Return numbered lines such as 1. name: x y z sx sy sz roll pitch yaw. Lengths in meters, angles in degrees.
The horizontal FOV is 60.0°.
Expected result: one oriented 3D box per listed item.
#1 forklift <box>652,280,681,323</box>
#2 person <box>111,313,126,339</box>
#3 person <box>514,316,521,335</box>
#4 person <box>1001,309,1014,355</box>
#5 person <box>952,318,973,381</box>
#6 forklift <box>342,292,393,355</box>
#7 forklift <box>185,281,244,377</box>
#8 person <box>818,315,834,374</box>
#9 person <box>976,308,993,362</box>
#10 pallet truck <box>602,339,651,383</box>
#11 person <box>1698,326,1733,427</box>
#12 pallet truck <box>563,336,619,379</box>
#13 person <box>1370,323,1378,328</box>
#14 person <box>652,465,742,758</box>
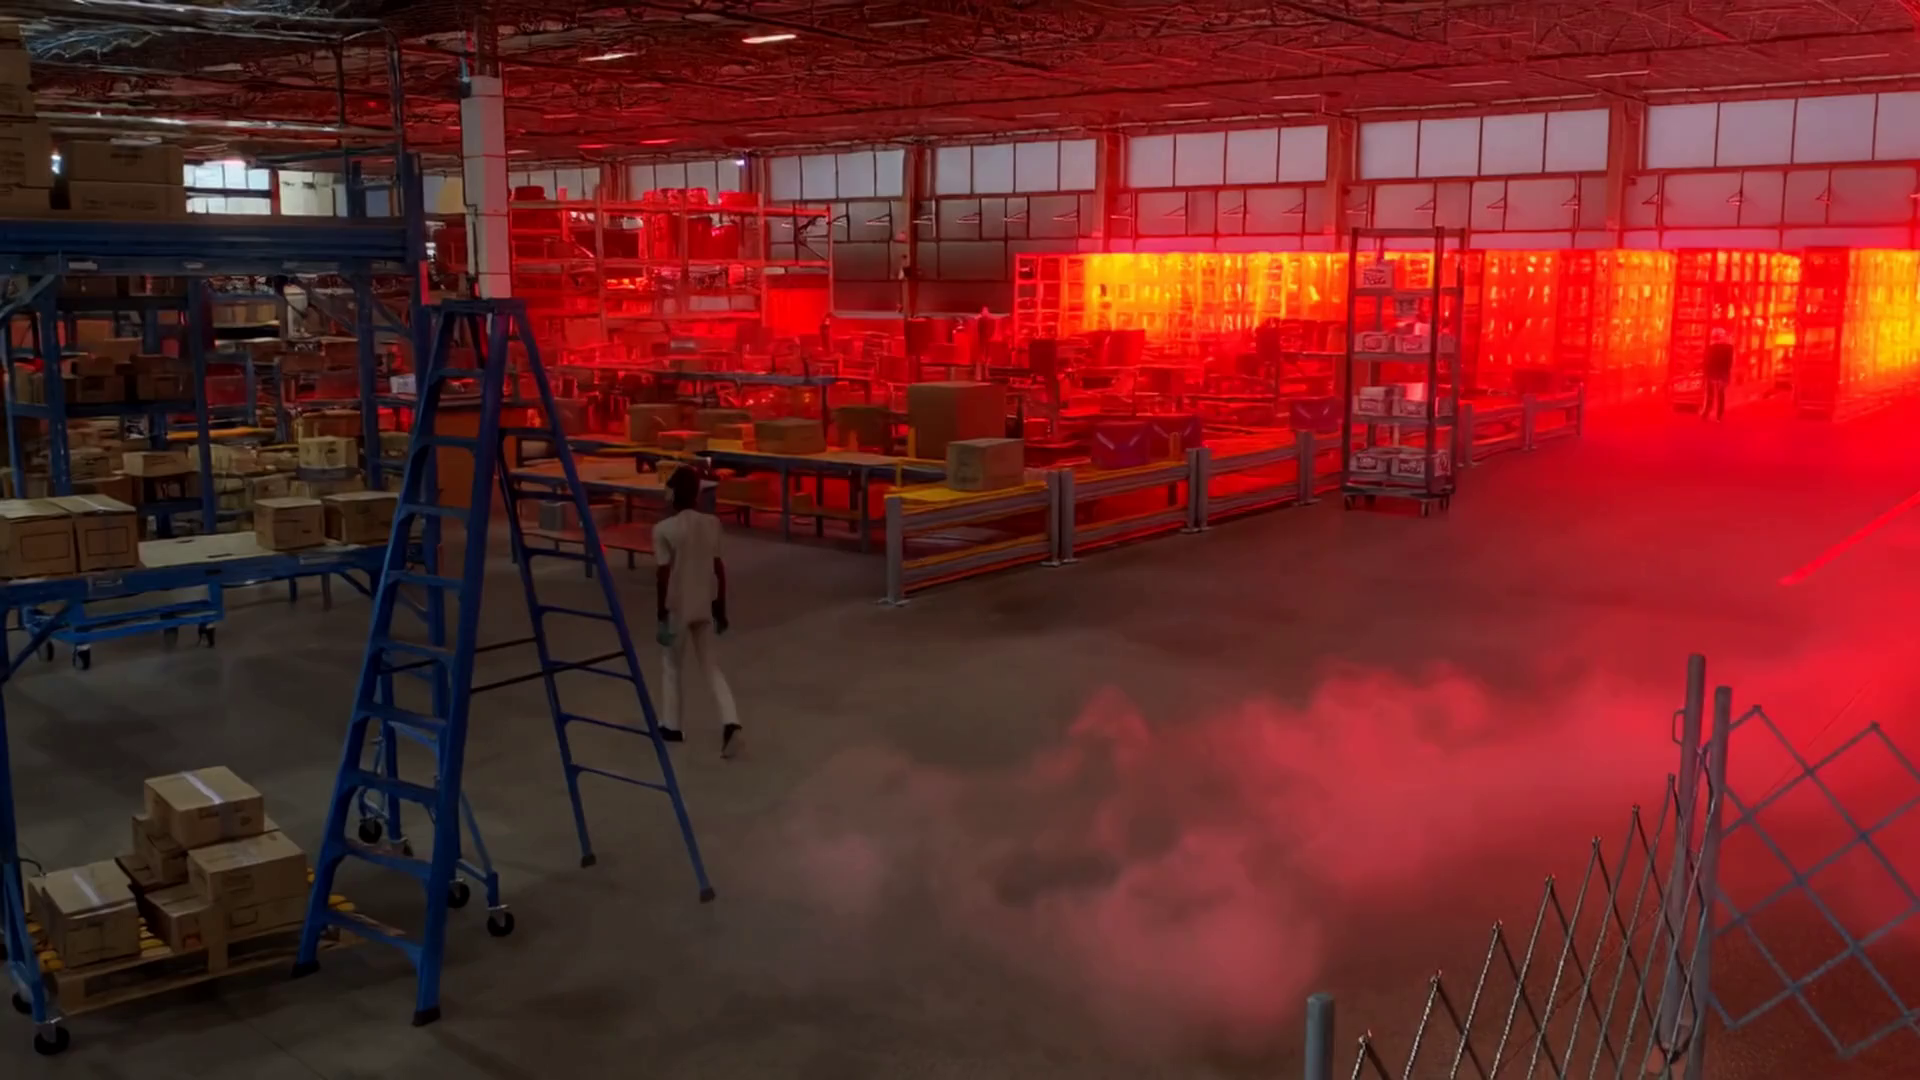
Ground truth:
1. forklift: -9.768 -7.290 55.529 1.873 2.768 1.129 8 12 41
2. person: -25.694 -6.028 50.932 0.576 1.826 0.509 6 11 34
3. person: -12.111 -5.198 45.522 0.622 1.890 1.016 -6 11 -31
4. person: 1.773 -7.727 61.830 0.485 1.735 0.343 -2 9 -10
5. person: 0.065 -5.090 45.006 0.569 1.847 0.377 2 9 15
6. forklift: -16.485 -5.622 45.120 1.129 2.768 1.873 7 11 37
7. forklift: -20.089 -5.443 43.999 1.129 2.768 1.873 7 11 37
8. person: -3.820 -5.545 47.897 0.404 1.834 0.590 -9 13 -43
9. person: 0.798 -6.980 56.832 0.716 1.844 0.959 6 11 33
10. pallet truck: -8.991 -4.871 45.351 0.653 1.274 1.630 7 11 37
11. person: 14.953 -3.224 32.904 0.396 1.993 0.618 -5 10 -27
12. pallet truck: -10.690 -5.294 48.215 1.601 1.201 0.680 -5 10 -26
13. person: 10.489 -4.654 42.385 0.596 1.823 0.447 -3 10 -18
14. person: -1.676 0.446 10.507 0.528 1.842 0.876 -7 11 -36
